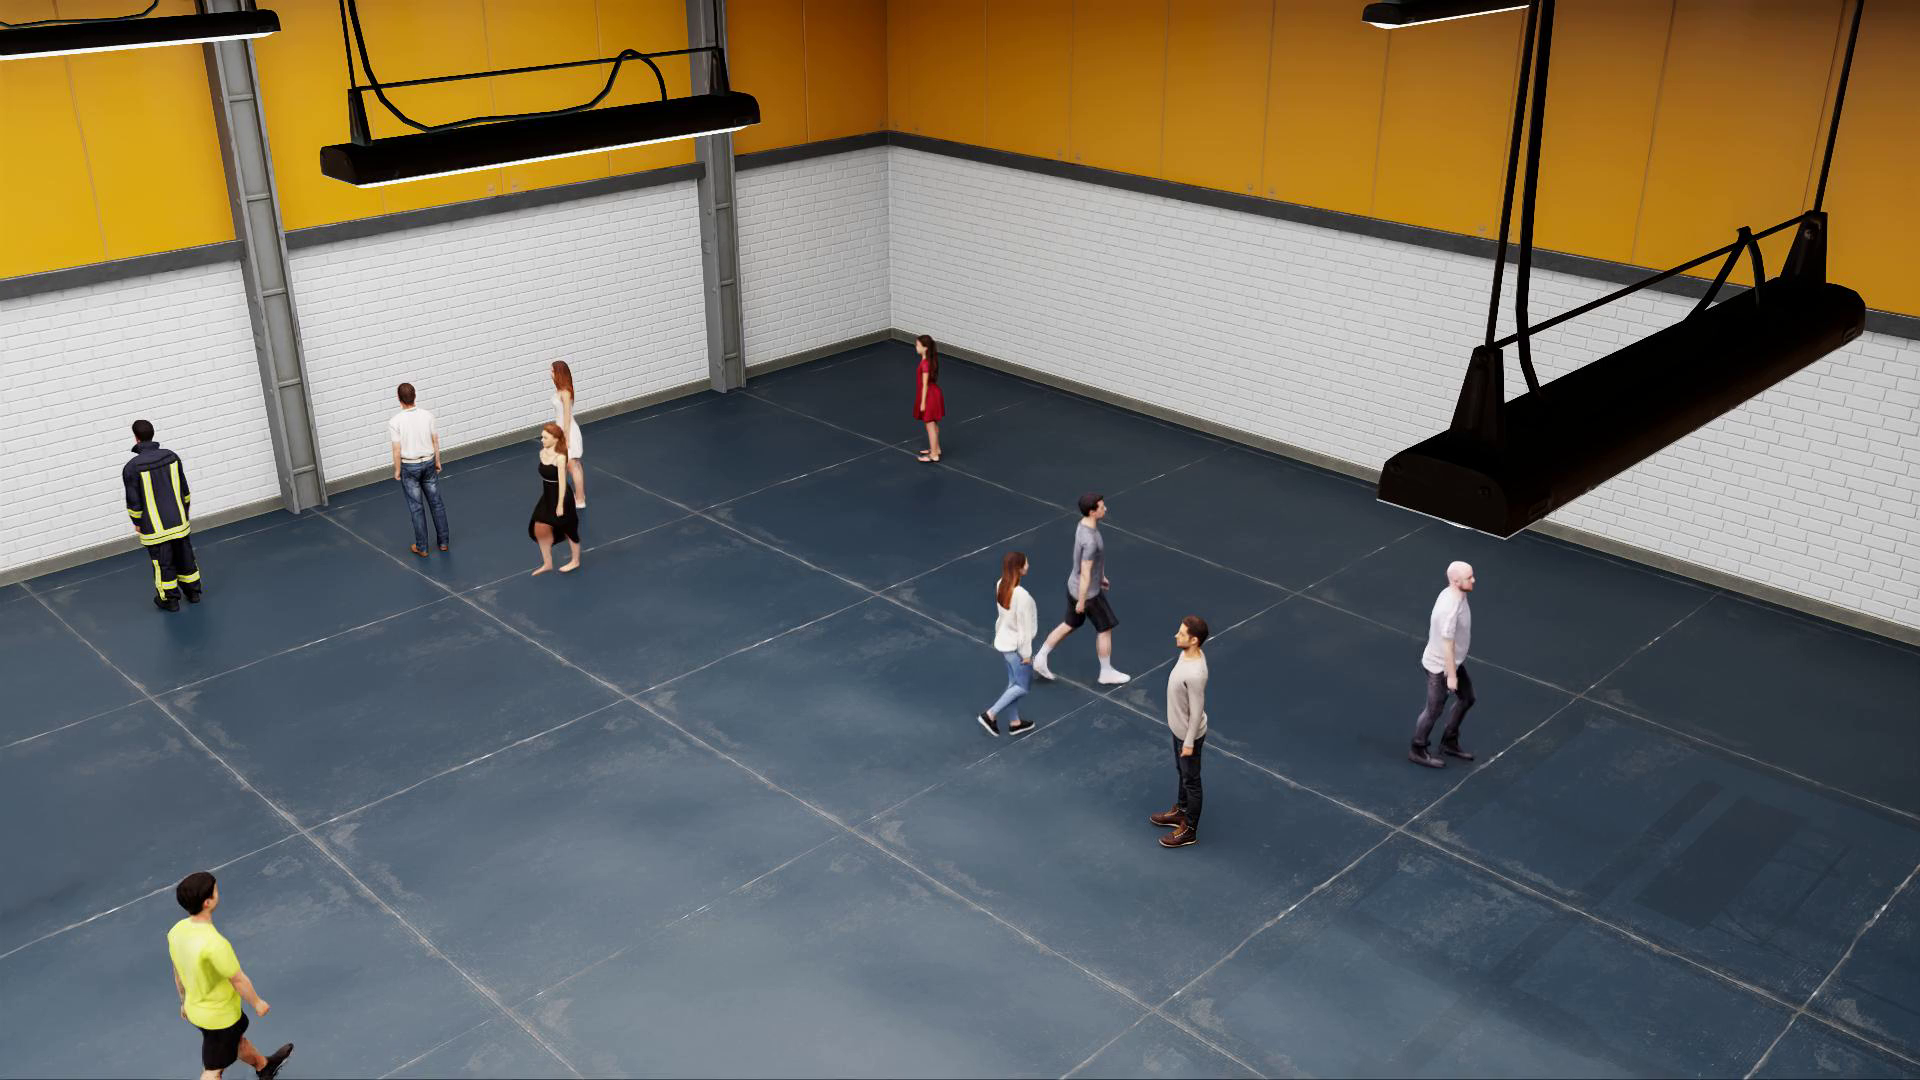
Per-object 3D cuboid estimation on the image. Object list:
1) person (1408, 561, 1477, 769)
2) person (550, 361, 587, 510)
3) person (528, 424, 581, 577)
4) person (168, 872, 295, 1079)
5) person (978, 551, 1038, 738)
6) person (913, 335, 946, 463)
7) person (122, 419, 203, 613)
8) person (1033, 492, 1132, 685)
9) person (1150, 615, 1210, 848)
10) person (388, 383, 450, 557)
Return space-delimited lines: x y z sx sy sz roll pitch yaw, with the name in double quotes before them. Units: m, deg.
"person" 3.830 0.988 13.420 0.848 1.814 0.777 12 26 25
"person" -4.355 -1.189 18.534 0.664 1.708 0.643 -6 24 -14
"person" -4.021 -0.432 16.925 0.622 1.610 0.762 19 30 37
"person" -4.371 2.743 9.588 0.736 1.669 1.071 16 29 33
"person" 0.388 0.909 13.773 0.894 1.677 0.765 -11 26 -23
"person" -0.363 -1.713 19.933 0.746 1.548 0.685 2 24 6
"person" -7.744 -0.253 16.121 0.894 1.927 0.660 16 28 32
"person" 1.000 0.435 14.640 1.225 1.852 1.117 -2 24 -5
"person" 1.700 1.407 12.396 0.783 1.868 0.741 -2 24 -4
"person" -5.648 -0.746 17.339 0.516 1.853 0.740 -18 30 -36
